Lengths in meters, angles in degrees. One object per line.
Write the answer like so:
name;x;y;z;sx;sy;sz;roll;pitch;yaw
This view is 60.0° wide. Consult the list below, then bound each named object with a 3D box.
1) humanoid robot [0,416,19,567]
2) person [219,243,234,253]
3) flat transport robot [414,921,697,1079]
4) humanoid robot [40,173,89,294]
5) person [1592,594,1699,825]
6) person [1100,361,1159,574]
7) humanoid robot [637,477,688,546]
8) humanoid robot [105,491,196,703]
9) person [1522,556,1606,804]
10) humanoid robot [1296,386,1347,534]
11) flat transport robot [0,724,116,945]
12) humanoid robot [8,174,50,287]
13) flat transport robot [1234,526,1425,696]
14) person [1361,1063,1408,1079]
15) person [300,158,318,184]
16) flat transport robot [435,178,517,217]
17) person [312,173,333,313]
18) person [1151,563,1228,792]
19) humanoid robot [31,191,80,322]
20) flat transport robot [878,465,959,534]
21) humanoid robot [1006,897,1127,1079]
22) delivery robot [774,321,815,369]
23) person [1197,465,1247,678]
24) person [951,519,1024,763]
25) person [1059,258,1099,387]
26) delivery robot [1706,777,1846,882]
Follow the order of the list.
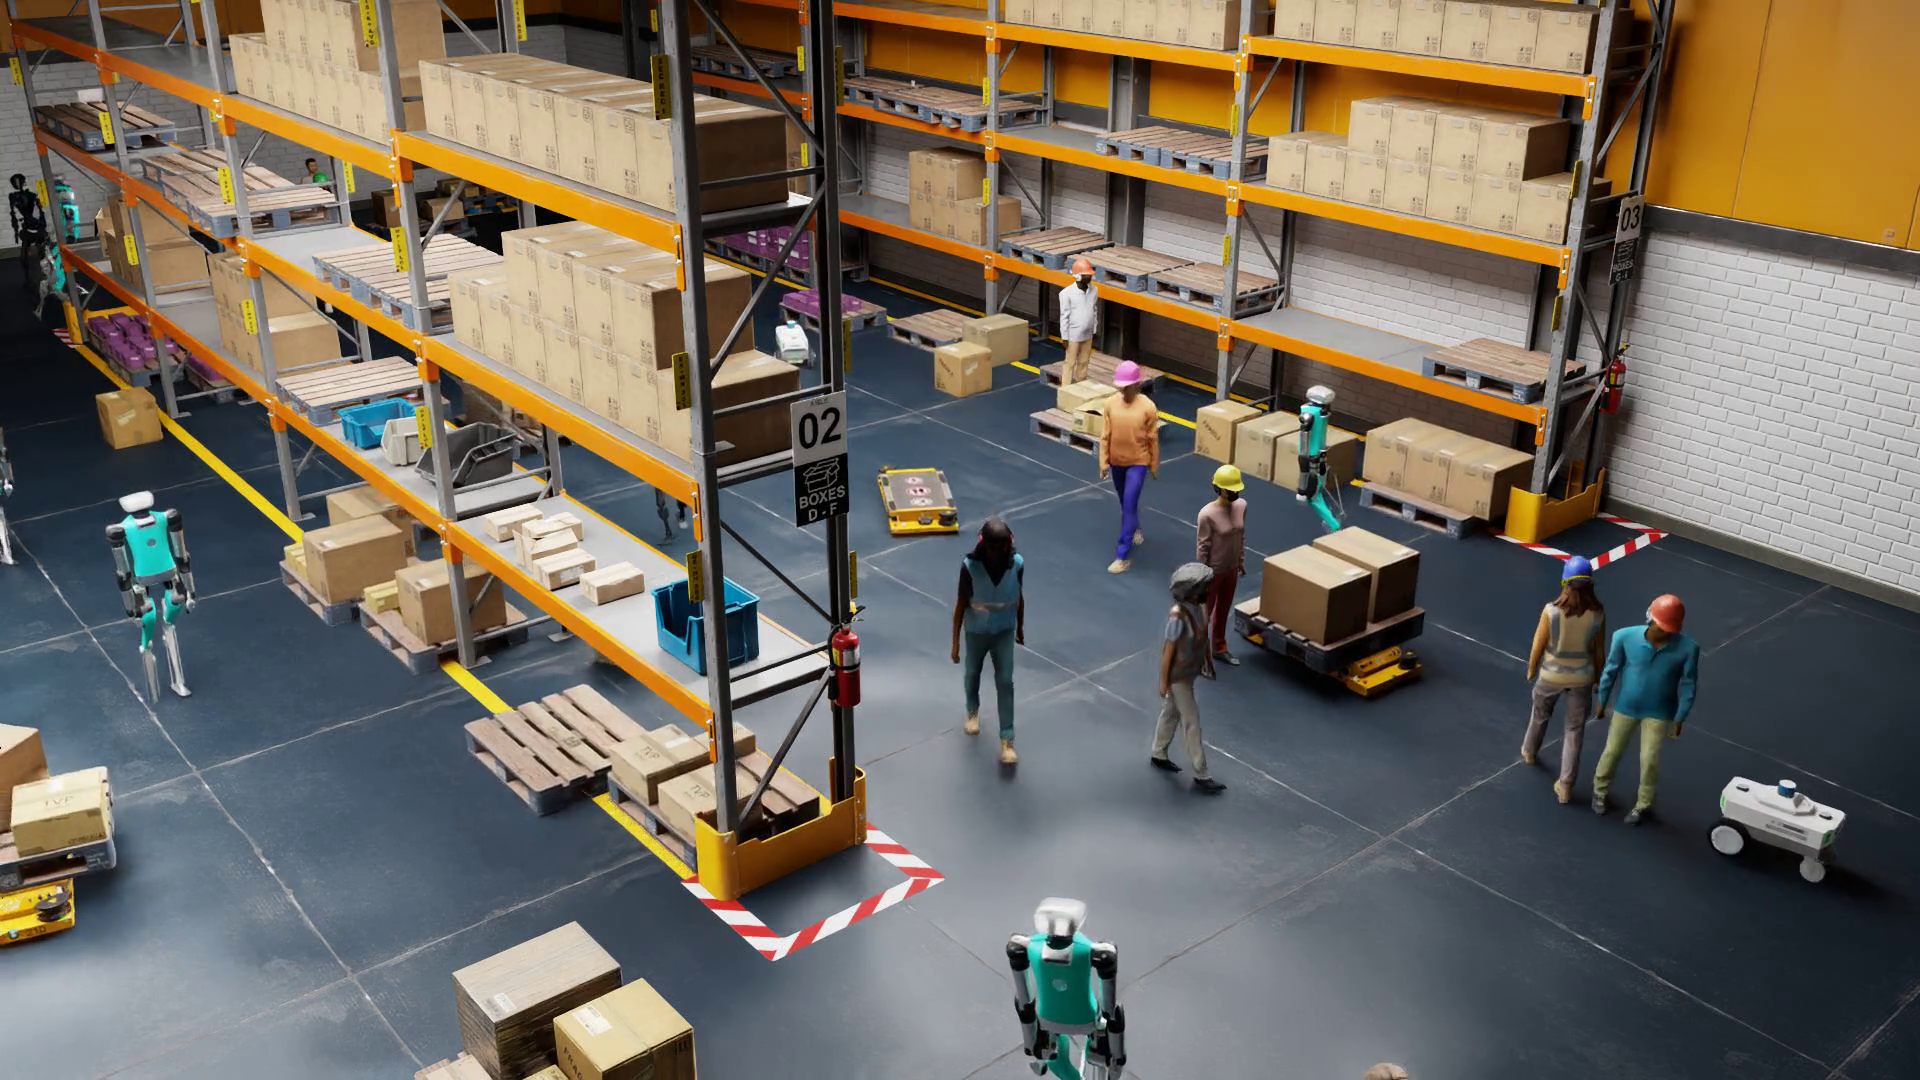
humanoid robot;-8.908;-0.585;15.141;0.580;1.762;0.883;-11;26;-24
person;-9.339;-3.415;21.731;0.501;1.713;0.951;-18;29;-36
flat transport robot;-2.079;3.096;8.474;1.431;0.231;0.659;-18;29;-36
humanoid robot;-13.093;-4.335;23.919;0.824;1.810;0.536;-12;26;-26
person;4.600;1.127;11.198;0.605;1.728;0.395;11;26;24
person;1.568;-0.750;15.307;0.531;1.934;0.966;12;26;26
humanoid robot;-2.777;-0.795;15.768;0.640;1.640;0.642;0;23;1
humanoid robot;-6.220;0.455;12.823;0.541;1.874;0.667;-20;30;-38
person;4.250;0.922;11.665;0.510;1.738;0.736;5;24;11
humanoid robot;3.309;-0.429;14.929;0.679;1.907;0.555;13;27;27
flat transport robot;-6.088;2.129;10.713;0.659;0.231;1.431;-11;26;-24
humanoid robot;-13.620;-4.511;24.320;0.612;1.649;0.518;5;24;12
flat transport robot;3.014;0.854;13.666;0.659;0.231;1.431;-16;28;-33
person;1.749;2.922;7.176;0.894;1.608;0.518;-11;26;-24
person;-9.839;-5.016;25.497;0.449;1.663;0.283;-18;29;-36
flat transport robot;-8.538;-5.804;29.083;1.431;0.231;0.659;-18;29;-36
person;-8.788;-4.153;23.164;0.538;1.931;0.406;-18;29;-36
person;1.672;0.959;11.650;0.758;1.655;0.471;14;27;30
humanoid robot;-12.394;-3.820;22.657;0.963;1.776;0.557;-10;25;-23
flat transport robot;-0.432;-0.416;16.606;0.659;0.231;1.431;-3;24;-7
humanoid robot;0.595;2.403;8.294;0.581;1.763;1.055;7;24;16
delivery robot;-2.118;-2.463;20.973;0.499;0.585;0.777;-5;24;-11
person;2.080;0.230;13.223;0.527;1.768;0.311;-18;29;-36
person;0.201;0.700;12.062;0.565;1.823;0.919;-3;24;-6
person;1.396;-2.409;19.342;0.566;1.755;0.319;-18;29;-36
delivery robot;5.386;1.867;10.983;0.816;0.613;0.499;19;30;37
